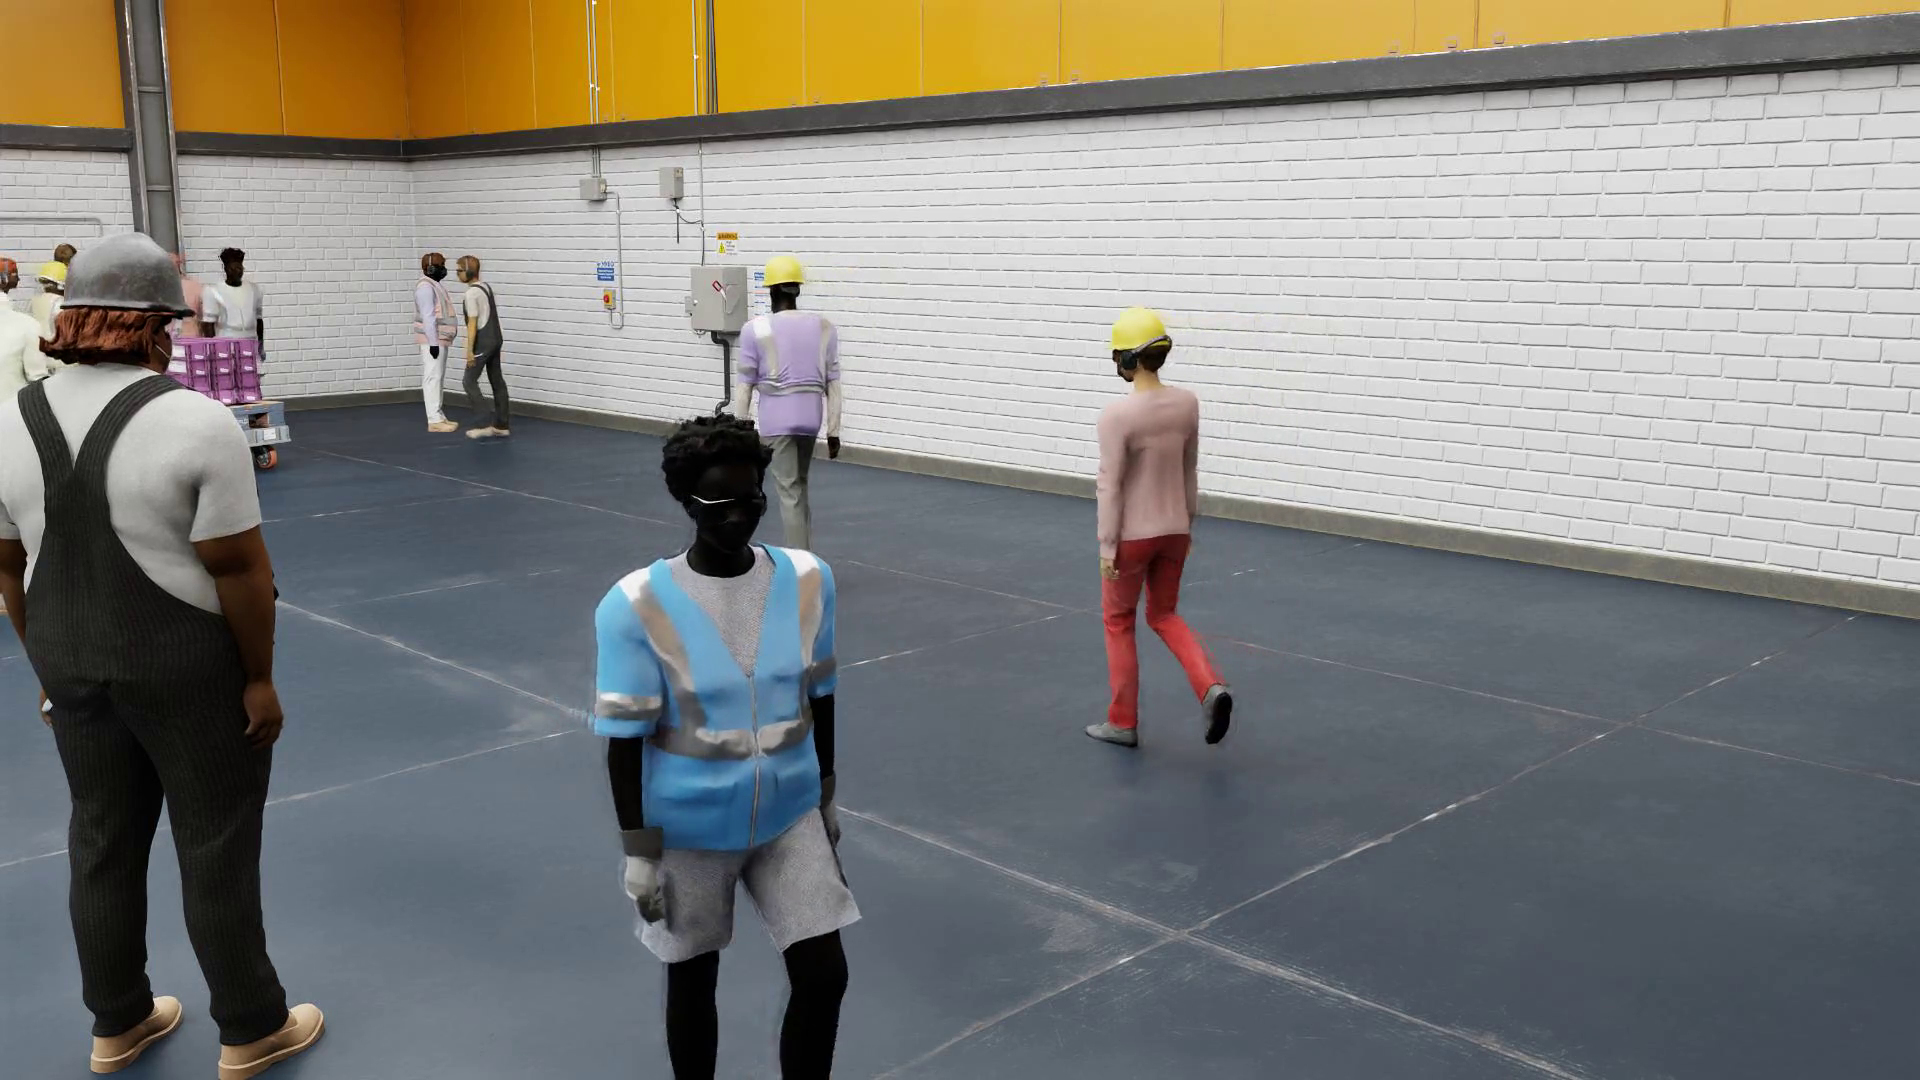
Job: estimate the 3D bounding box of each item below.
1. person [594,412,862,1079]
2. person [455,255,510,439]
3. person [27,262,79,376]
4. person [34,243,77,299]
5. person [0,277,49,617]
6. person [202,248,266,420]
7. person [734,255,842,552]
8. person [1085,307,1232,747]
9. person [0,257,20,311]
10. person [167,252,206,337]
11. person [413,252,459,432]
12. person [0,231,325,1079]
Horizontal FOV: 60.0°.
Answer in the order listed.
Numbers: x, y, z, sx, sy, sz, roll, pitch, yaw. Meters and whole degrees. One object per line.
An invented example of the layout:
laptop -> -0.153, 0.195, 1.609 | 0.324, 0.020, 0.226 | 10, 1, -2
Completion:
person -> -0.434, 0.588, 3.316 | 0.548, 1.674, 0.606 | -6, 12, -29
person -> -4.772, -1.911, 16.579 | 0.431, 1.826, 0.503 | 1, 10, 7
person -> -8.082, -1.609, 15.037 | 0.600, 1.789, 0.908 | 6, 12, 30
person -> -8.901, -1.995, 16.700 | 0.627, 1.941, 0.372 | 0, 10, 1
person -> -5.164, -0.565, 8.793 | 0.621, 1.978, 0.436 | -2, 11, -12
person -> -7.164, -1.929, 16.457 | 0.645, 1.901, 1.060 | -10, 14, -44
person -> -1.031, -0.670, 9.568 | 0.594, 1.896, 0.791 | -7, 13, -34
person -> 0.757, -0.022, 6.430 | 0.527, 1.749, 0.569 | -7, 13, -35
person -> -8.509, -1.541, 14.577 | 0.910, 1.838, 0.612 | -9, 13, -39
person -> -7.712, -1.906, 16.435 | 0.648, 1.867, 0.955 | -3, 11, -18
person -> -5.426, -2.049, 17.262 | 0.430, 1.845, 0.620 | -2, 11, -8
person -> -1.913, 0.282, 4.004 | 0.678, 2.000, 0.537 | 2, 11, 10
